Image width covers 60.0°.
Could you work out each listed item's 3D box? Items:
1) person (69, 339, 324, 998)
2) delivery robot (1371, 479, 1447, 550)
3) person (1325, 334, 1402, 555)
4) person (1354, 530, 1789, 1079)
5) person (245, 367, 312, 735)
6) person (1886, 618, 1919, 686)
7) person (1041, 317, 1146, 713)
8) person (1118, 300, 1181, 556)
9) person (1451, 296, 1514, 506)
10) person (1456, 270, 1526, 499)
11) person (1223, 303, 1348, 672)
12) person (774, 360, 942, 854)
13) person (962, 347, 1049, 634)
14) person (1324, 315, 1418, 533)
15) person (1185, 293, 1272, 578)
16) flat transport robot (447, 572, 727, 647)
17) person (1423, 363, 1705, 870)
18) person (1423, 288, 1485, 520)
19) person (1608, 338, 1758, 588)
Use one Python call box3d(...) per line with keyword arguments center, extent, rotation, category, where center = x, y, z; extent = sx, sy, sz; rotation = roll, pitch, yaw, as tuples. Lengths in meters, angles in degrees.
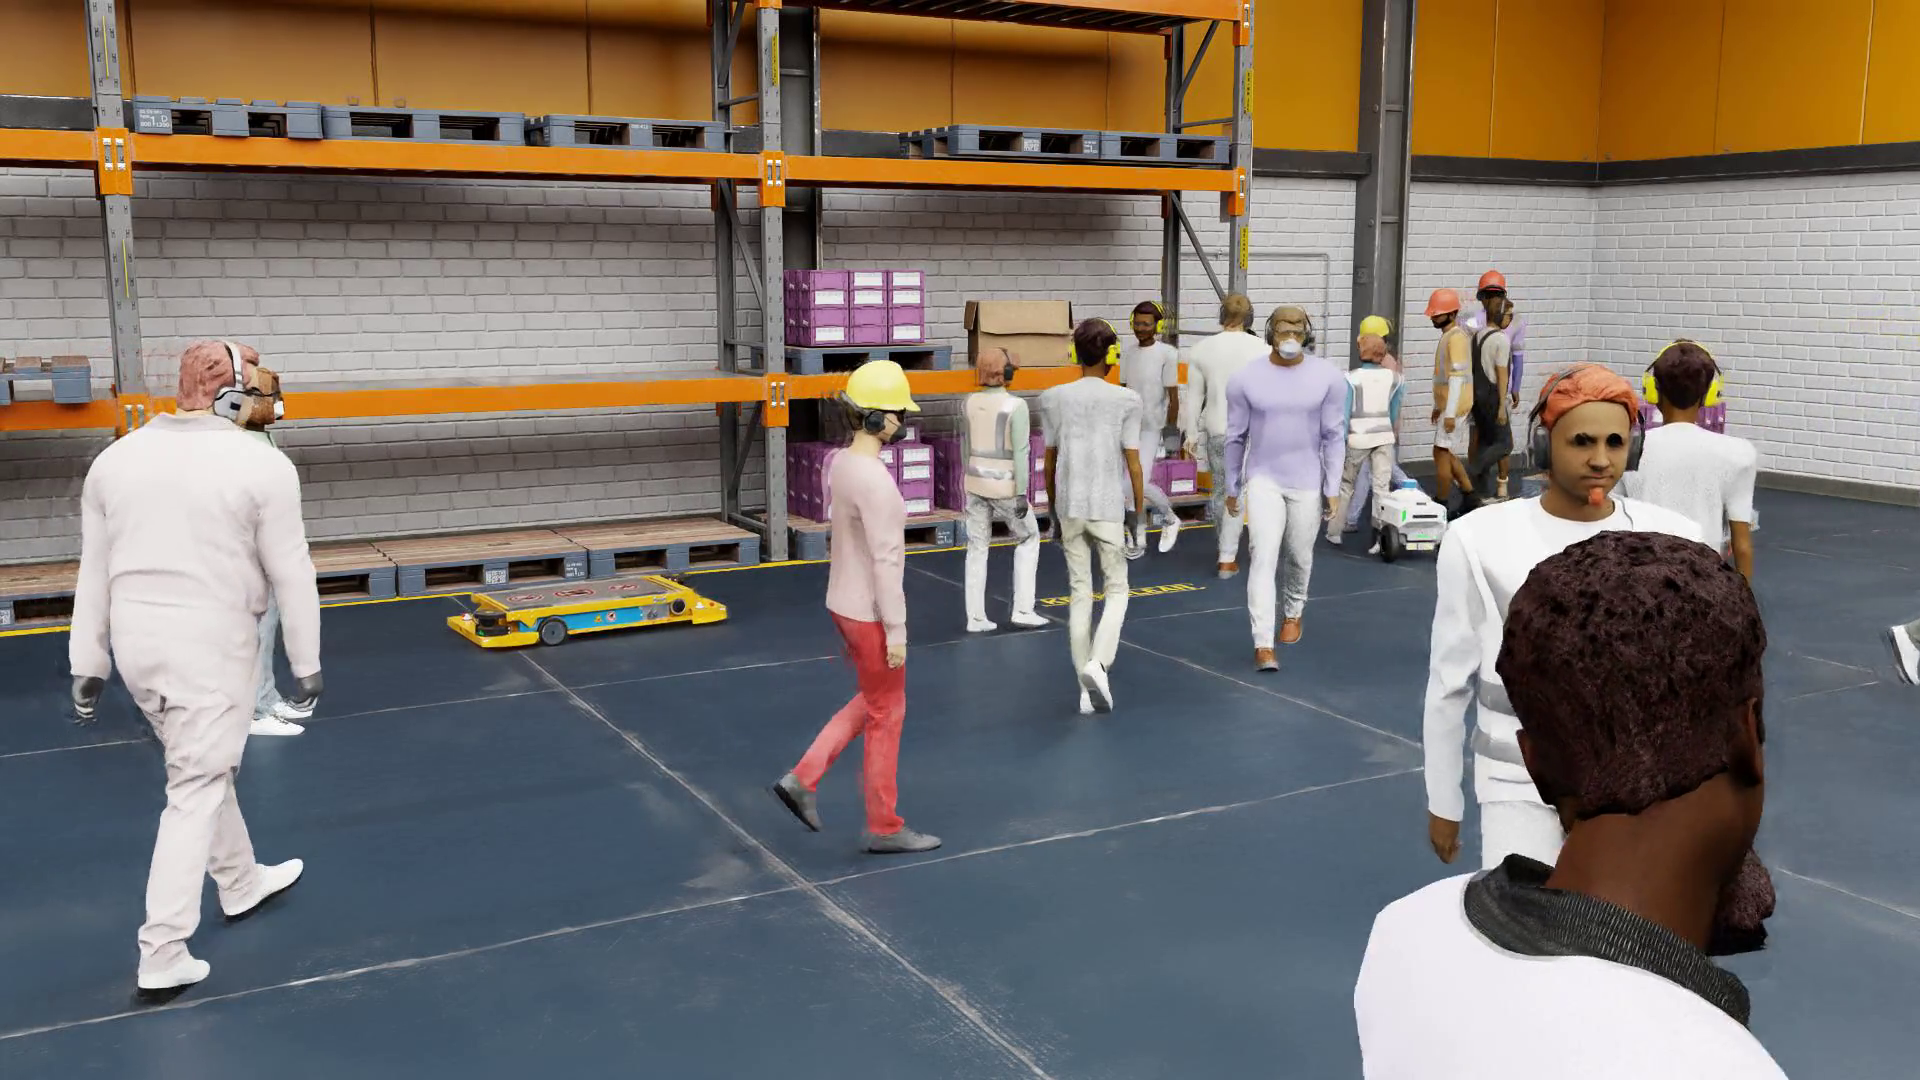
box3d(center=(-2.236, 0.346, 4.947), extent=(0.671, 1.857, 0.976), rotation=(2, 10, 13), category="person")
box3d(center=(3.199, -0.190, 11.866), extent=(0.477, 0.478, 0.707), rotation=(-1, 9, -4), category="delivery robot")
box3d(center=(2.963, -0.700, 12.112), extent=(0.527, 1.592, 0.826), rotation=(-2, 10, -12), category="person")
box3d(center=(0.417, 0.948, 1.220), extent=(0.404, 1.873, 0.762), rotation=(0, 9, 1), category="person")
box3d(center=(-3.103, 0.048, 7.422), extent=(0.286, 1.633, 0.499), rotation=(-2, 10, -13), category="person")
box3d(center=(4.760, -0.141, 7.725), extent=(0.636, 1.912, 0.606), rotation=(8, 12, 41), category="person")
box3d(center=(0.600, -0.092, 7.648), extent=(0.510, 1.848, 0.495), rotation=(3, 10, 19), category="person")
box3d(center=(1.317, -0.773, 11.797), extent=(0.471, 1.847, 0.581), rotation=(-8, 12, -40), category="person")
box3d(center=(4.463, -1.153, 14.138), extent=(0.492, 1.828, 0.529), rotation=(-3, 10, -16), category="person")
box3d(center=(4.689, -1.369, 14.809), extent=(0.609, 2.044, 0.394), rotation=(0, 9, 3), category="person")
box3d(center=(1.710, -0.307, 8.815), extent=(0.622, 1.907, 0.976), rotation=(1, 9, 8), category="person")
box3d(center=(-0.340, 0.252, 5.787), extent=(0.492, 1.752, 0.546), rotation=(-3, 10, -19), category="person")
box3d(center=(0.259, -0.277, 9.441), extent=(0.542, 1.619, 0.610), rotation=(9, 13, 44), category="person")
box3d(center=(3.312, -0.883, 12.890), extent=(0.854, 1.713, 0.545), rotation=(0, 9, 0), category="person")
box3d(center=(1.911, -0.731, 11.412), extent=(0.636, 1.882, 1.043), rotation=(4, 10, 24), category="person")
box3d(center=(-2.126, 0.385, 9.510), extent=(1.431, 0.197, 0.652), rotation=(-6, 11, -32), category="flat transport robot")
box3d(center=(1.315, 0.561, 3.582), extent=(0.581, 1.874, 0.411), rotation=(-1, 9, -4), category="person")
box3d(center=(3.982, -1.082, 13.493), extent=(0.503, 1.905, 0.627), rotation=(3, 10, 15), category="person")
box3d(center=(2.414, 0.227, 5.757), extent=(0.555, 1.818, 0.941), rotation=(2, 10, 12), category="person")
